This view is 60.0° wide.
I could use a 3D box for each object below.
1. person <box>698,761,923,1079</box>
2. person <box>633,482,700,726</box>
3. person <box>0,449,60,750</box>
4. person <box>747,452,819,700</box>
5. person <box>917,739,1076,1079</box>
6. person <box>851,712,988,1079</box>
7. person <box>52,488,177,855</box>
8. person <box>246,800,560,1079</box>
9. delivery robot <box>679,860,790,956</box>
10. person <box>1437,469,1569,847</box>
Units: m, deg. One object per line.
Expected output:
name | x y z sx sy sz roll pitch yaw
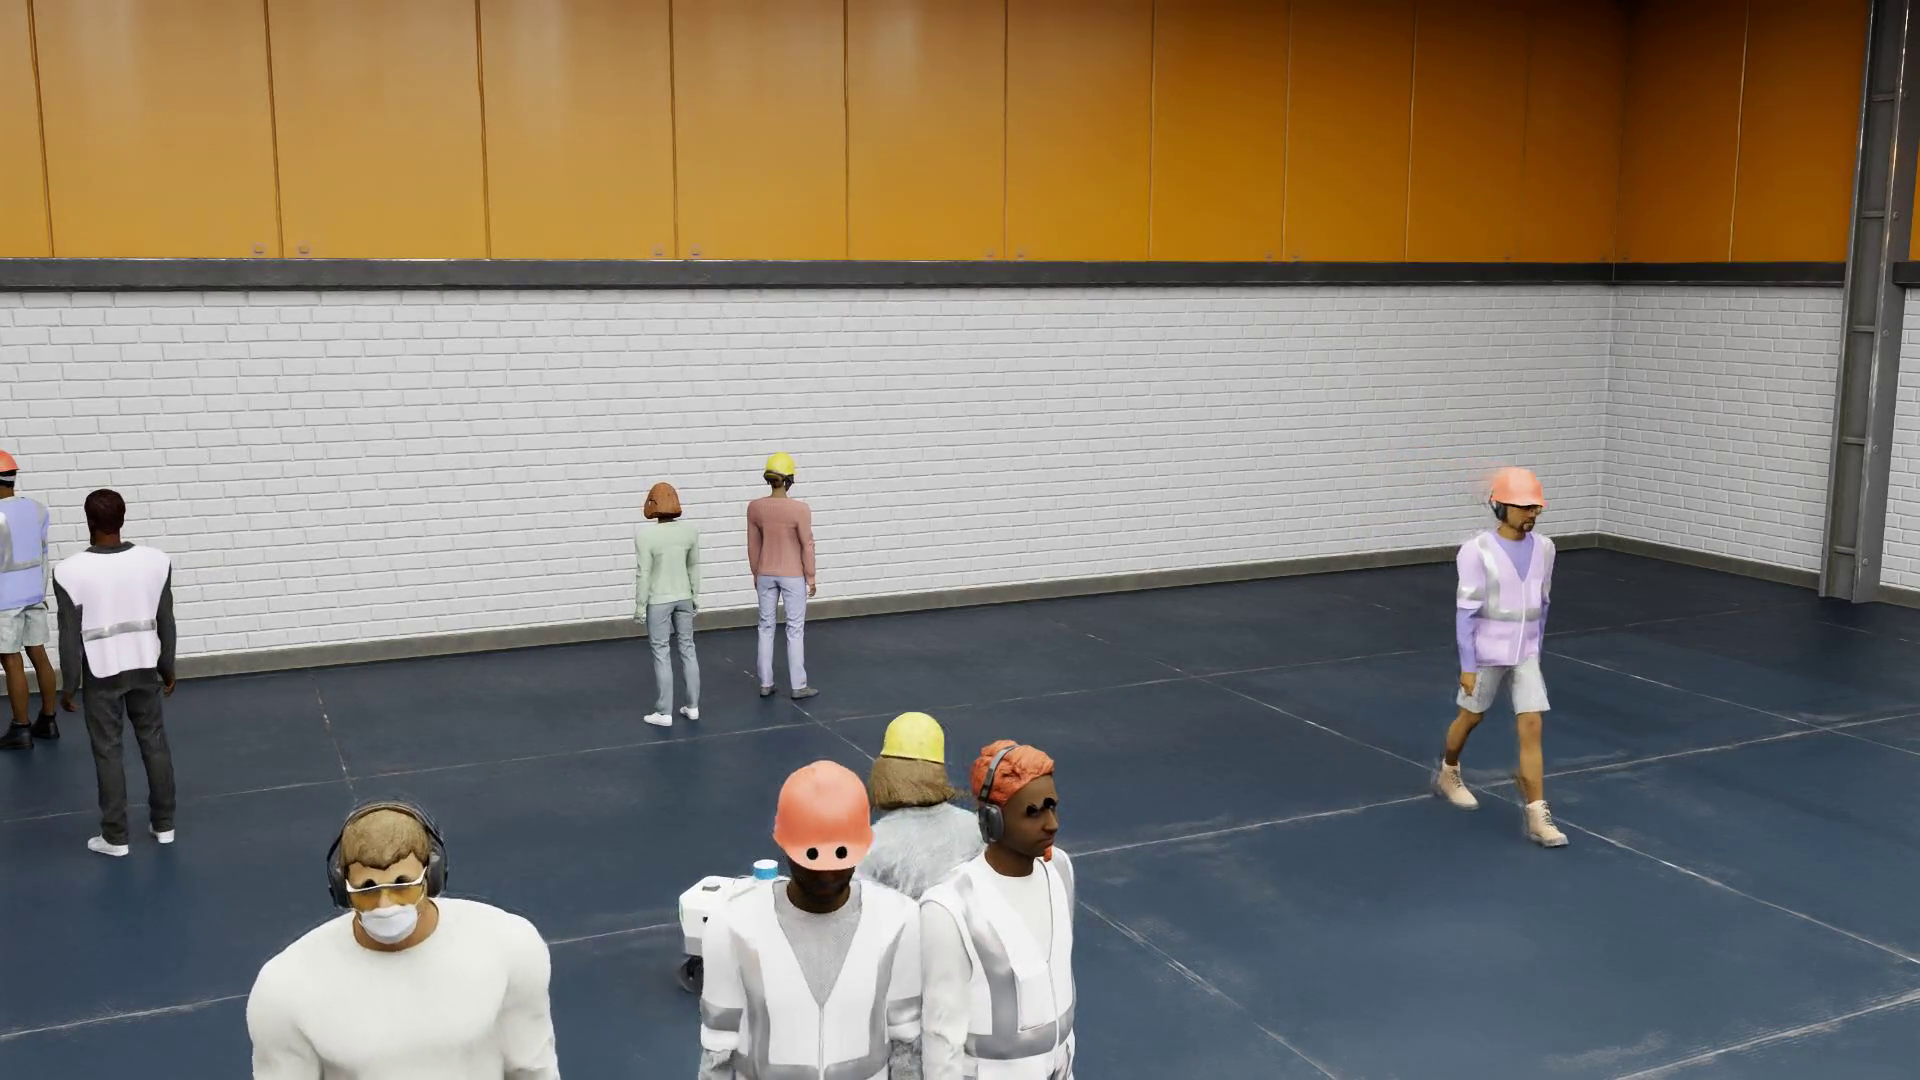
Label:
person | -0.361 1.433 4.066 0.563 1.913 0.578 -2 9 -12
person | -1.964 0.428 11.174 0.507 1.632 0.268 -9 13 -43
person | -6.043 0.374 10.592 0.366 1.931 0.542 2 9 12
person | -1.259 0.257 11.817 0.525 1.771 0.305 4 10 21
person | 0.117 1.428 4.200 0.355 1.883 0.572 7 11 36
person | -0.186 1.375 5.088 0.574 1.683 0.802 -8 12 -41
person | -4.379 0.686 8.688 0.374 1.916 0.595 8 12 40
person | -1.199 1.493 3.657 0.657 1.922 0.445 -3 10 -16
delivery robot | -0.815 1.592 7.000 0.707 0.478 0.477 3 10 19
person | 2.957 0.595 9.055 0.624 1.991 1.080 -3 10 -16
